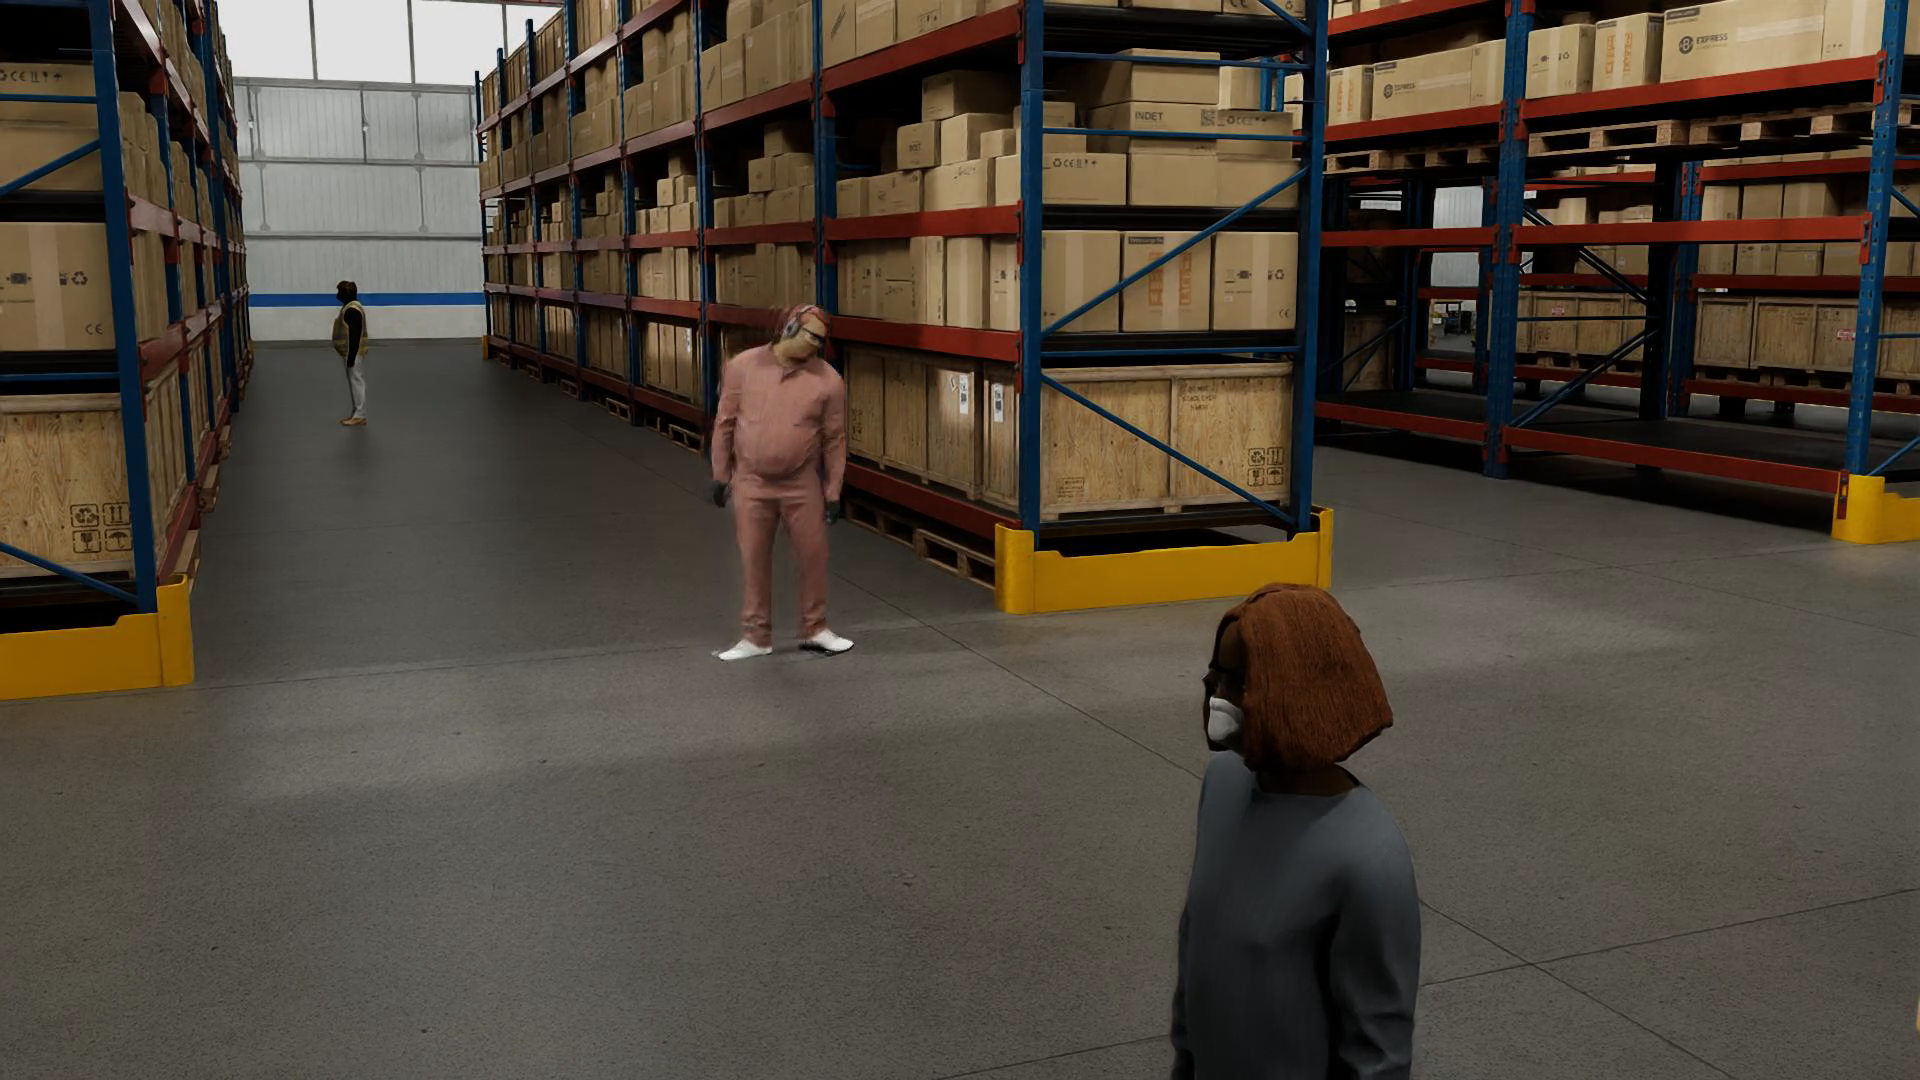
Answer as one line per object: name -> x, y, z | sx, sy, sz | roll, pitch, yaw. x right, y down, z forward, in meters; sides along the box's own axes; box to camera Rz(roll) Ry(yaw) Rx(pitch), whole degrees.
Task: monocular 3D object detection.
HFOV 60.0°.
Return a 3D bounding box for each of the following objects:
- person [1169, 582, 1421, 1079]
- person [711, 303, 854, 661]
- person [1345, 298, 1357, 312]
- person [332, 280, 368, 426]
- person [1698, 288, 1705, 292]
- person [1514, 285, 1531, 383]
person -> 0.451, 0.865, 2.407 | 0.286, 1.633, 0.500 | -4, 10, -22
person -> -0.943, -0.285, 8.620 | 0.722, 1.872, 0.396 | -1, 9, -4
person -> 6.509, -3.507, 28.196 | 0.306, 1.770, 0.525 | -4, 10, -22
person -> -7.762, -2.374, 21.193 | 0.429, 1.844, 0.627 | -4, 10, -22
person -> 19.213, -6.072, 43.664 | 0.581, 1.736, 0.422 | 7, 12, 34
person -> 9.814, -3.622, 28.682 | 0.404, 1.835, 0.590 | -4, 10, -22
